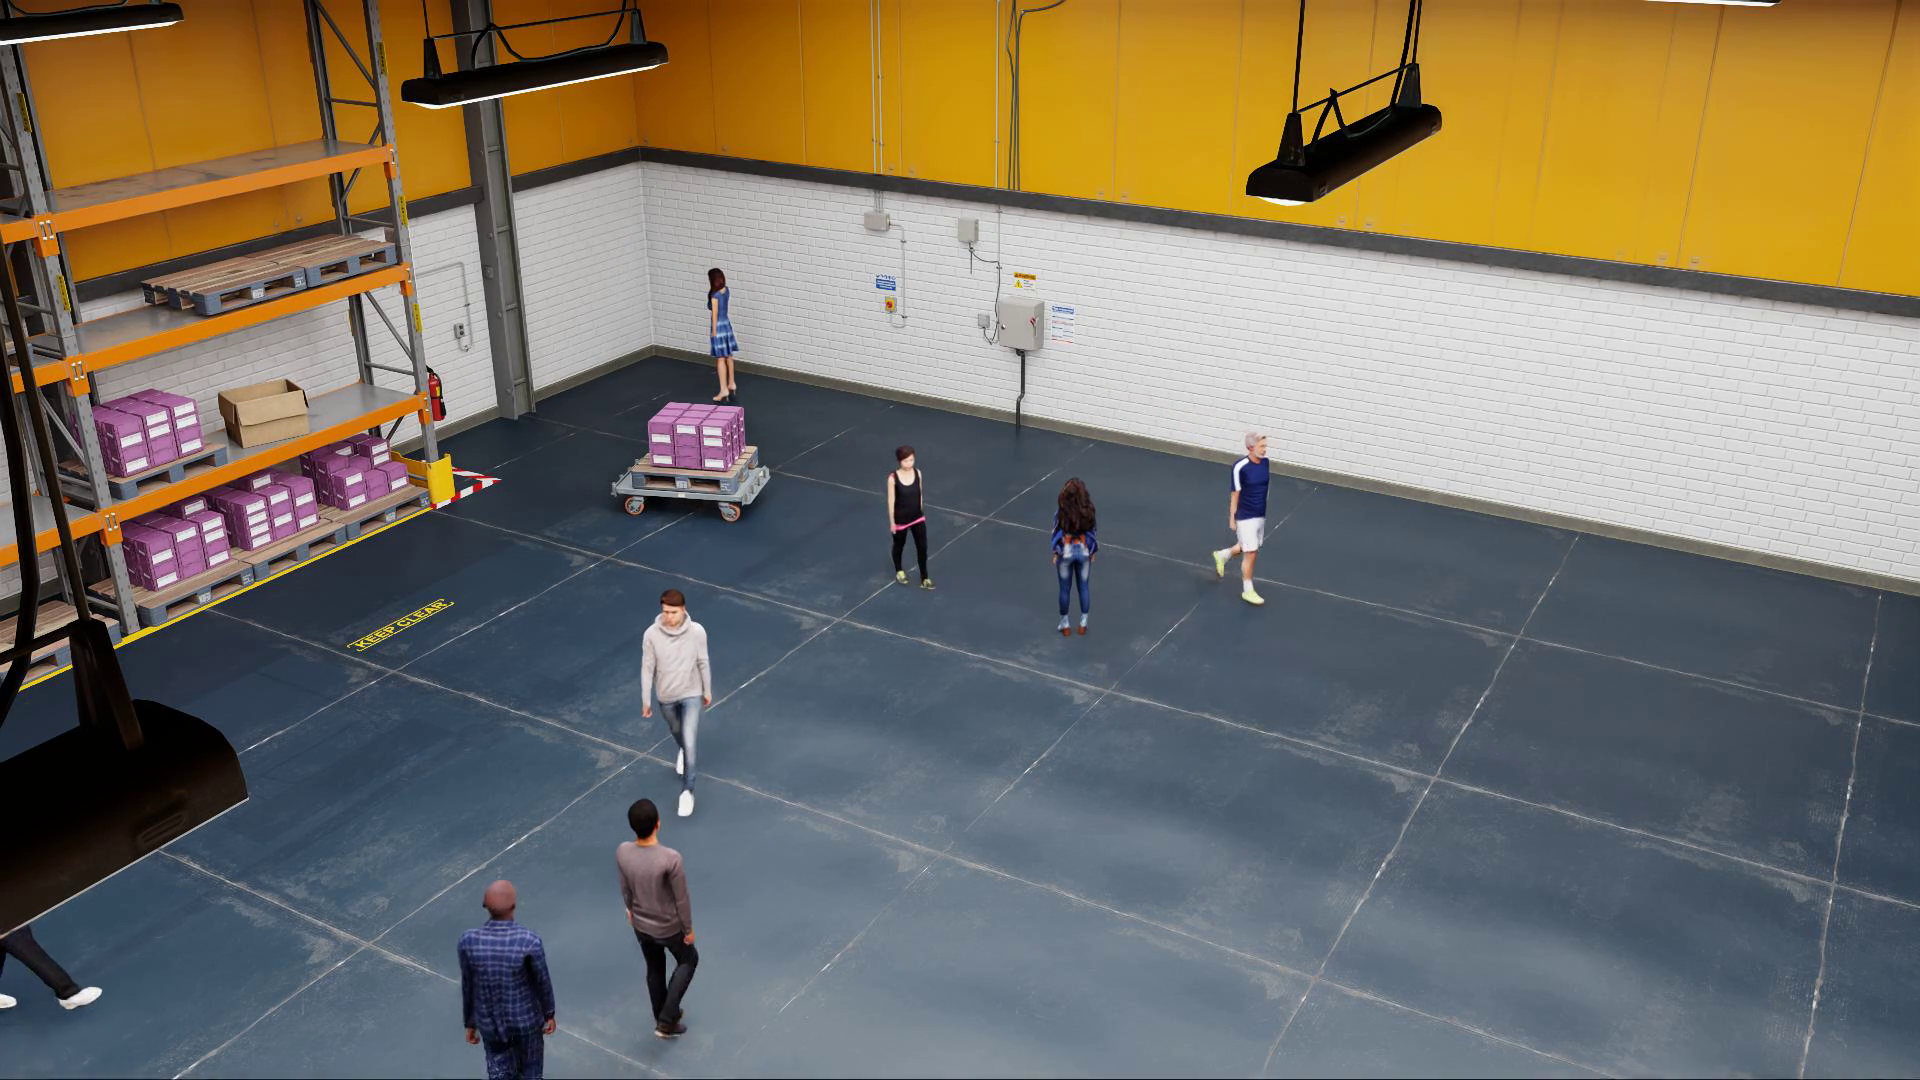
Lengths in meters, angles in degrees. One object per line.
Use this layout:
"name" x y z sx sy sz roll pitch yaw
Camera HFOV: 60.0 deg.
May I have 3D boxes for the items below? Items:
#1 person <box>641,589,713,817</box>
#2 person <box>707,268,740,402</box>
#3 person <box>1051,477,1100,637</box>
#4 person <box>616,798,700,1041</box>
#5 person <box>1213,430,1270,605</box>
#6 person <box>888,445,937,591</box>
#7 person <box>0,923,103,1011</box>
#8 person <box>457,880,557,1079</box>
"person" -2.246 1.198 13.372 1.133 1.806 1.354 0 24 -1
"person" -3.242 -2.791 22.498 0.799 1.805 0.625 5 24 11
"person" 1.094 0.150 16.004 0.706 1.618 0.737 -3 24 -6
"person" -1.949 2.464 10.531 0.727 1.761 0.690 10 25 21
"person" 2.840 -0.269 16.716 1.056 1.816 0.926 -18 29 -35
"person" -0.580 -0.267 17.067 0.894 1.531 0.899 -11 26 -24
"person" -6.311 2.402 10.811 1.127 1.652 1.115 -4 24 -9
"person" -2.637 2.814 9.676 0.819 1.806 0.854 -2 24 -4
